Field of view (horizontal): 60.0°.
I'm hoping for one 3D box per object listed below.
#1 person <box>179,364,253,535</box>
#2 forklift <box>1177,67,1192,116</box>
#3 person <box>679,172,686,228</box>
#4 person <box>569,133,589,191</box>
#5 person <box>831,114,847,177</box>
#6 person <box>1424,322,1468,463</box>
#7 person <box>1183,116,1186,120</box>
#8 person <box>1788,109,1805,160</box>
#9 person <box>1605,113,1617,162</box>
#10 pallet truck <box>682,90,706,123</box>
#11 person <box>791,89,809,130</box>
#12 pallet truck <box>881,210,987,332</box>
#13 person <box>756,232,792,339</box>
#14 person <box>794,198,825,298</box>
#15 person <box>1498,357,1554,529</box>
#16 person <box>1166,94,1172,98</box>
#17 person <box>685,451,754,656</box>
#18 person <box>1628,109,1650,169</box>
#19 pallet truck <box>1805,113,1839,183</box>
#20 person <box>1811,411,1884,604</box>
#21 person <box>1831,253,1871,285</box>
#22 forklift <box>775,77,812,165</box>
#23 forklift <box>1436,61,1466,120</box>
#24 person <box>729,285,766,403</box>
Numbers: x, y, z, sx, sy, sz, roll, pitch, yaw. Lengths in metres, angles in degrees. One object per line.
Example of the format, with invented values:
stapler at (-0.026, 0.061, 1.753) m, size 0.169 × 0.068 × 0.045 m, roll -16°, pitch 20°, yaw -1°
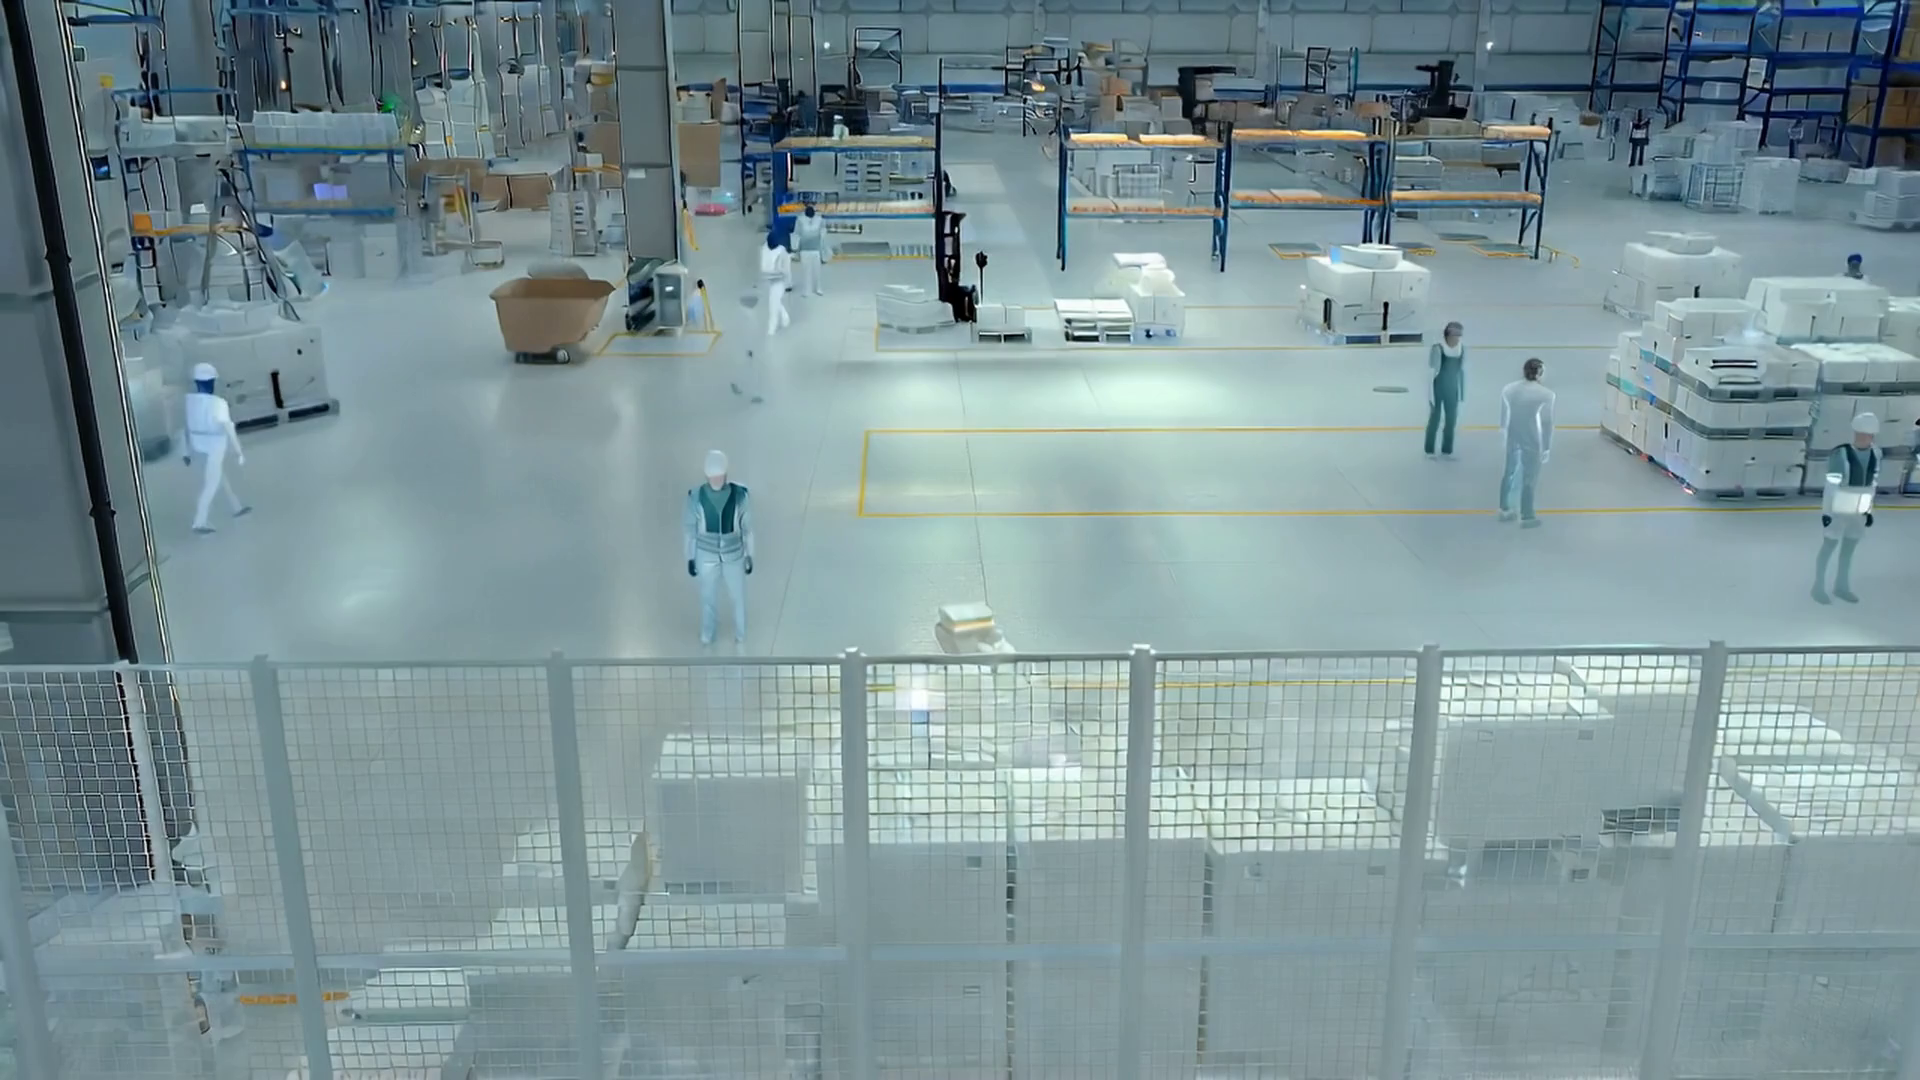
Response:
person at (-8.304, -1.022, 18.463) m, size 0.610 × 1.878 × 1.007 m, roll 6°, pitch 20°, yaw 18°
forklift at (8.181, -15.881, 60.983) m, size 1.873 × 2.768 × 1.129 m, roll 6°, pitch 20°, yaw 17°
person at (-6.980, -8.440, 40.752) m, size 0.545 × 1.687 × 0.360 m, roll -14°, pitch 23°, yaw -36°
person at (-10.434, -10.245, 45.780) m, size 0.567 × 1.905 × 0.819 m, roll -3°, pitch 19°, yaw -8°
person at (-3.771, -12.275, 51.754) m, size 0.542 × 1.928 × 0.374 m, roll 10°, pitch 21°, yaw 26°
person at (6.160, -1.872, 21.047) m, size 0.534 × 1.824 × 0.394 m, roll -5°, pitch 19°, yaw -15°
person at (7.296, -13.100, 54.645) m, size 0.514 × 1.641 × 0.307 m, roll 1°, pitch 19°, yaw 4°
person at (27.523, -13.276, 54.857) m, size 0.631 × 1.843 × 0.429 m, roll -14°, pitch 23°, yaw -36°
person at (21.949, -13.551, 56.002) m, size 0.320 × 1.628 × 0.509 m, roll 3°, pitch 19°, yaw 8°
pallet truck at (-9.671, -15.907, 62.421) m, size 0.823 × 1.965 × 1.885 m, roll 5°, pitch 19°, yaw 15°
person at (-6.120, -16.238, 63.547) m, size 0.650 × 1.909 × 0.743 m, roll -14°, pitch 23°, yaw -36°
pallet truck at (-0.493, -4.759, 29.349) m, size 1.885 × 1.965 × 0.823 m, roll -13°, pitch 23°, yaw -34°
person at (-3.173, -4.421, 28.661) m, size 0.624 × 1.803 × 0.946 m, roll 12°, pitch 22°, yaw 32°
person at (-2.883, -5.622, 32.052) m, size 0.600 × 1.913 × 0.429 m, roll -7°, pitch 20°, yaw -20°
person at (6.307, -1.090, 18.556) m, size 0.373 × 1.940 × 0.630 m, roll -15°, pitch 24°, yaw -38°
person at (7.677, -15.484, 61.339) m, size 1.020 × 1.884 × 0.655 m, roll 15°, pitch 24°, yaw 38°
person at (-2.147, 0.136, 14.902) m, size 0.610 × 1.946 × 0.405 m, roll -3°, pitch 19°, yaw -10°
person at (22.109, -13.059, 54.118) m, size 0.387 × 1.909 × 0.588 m, roll -14°, pitch 23°, yaw -36°
pallet truck at (26.403, -11.957, 50.702) m, size 0.823 × 1.965 × 1.885 m, roll 6°, pitch 19°, yaw 16°
person at (8.696, -0.314, 16.252) m, size 0.551 × 1.940 × 0.352 m, roll -3°, pitch 19°, yaw -8°
person at (13.726, -3.513, 25.812) m, size 0.594 × 1.903 × 0.651 m, roll 6°, pitch 20°, yaw 17°
forklift at (-5.919, -13.893, 55.087) m, size 1.873 × 2.768 × 1.129 m, roll -1°, pitch 19°, yaw -1°
forklift at (19.158, -17.572, 66.001) m, size 1.873 × 2.768 × 1.129 m, roll -1°, pitch 19°, yaw -2°
person at (-3.075, -2.820, 24.018) m, size 0.470 × 1.729 × 0.486 m, roll 2°, pitch 19°, yaw 6°
